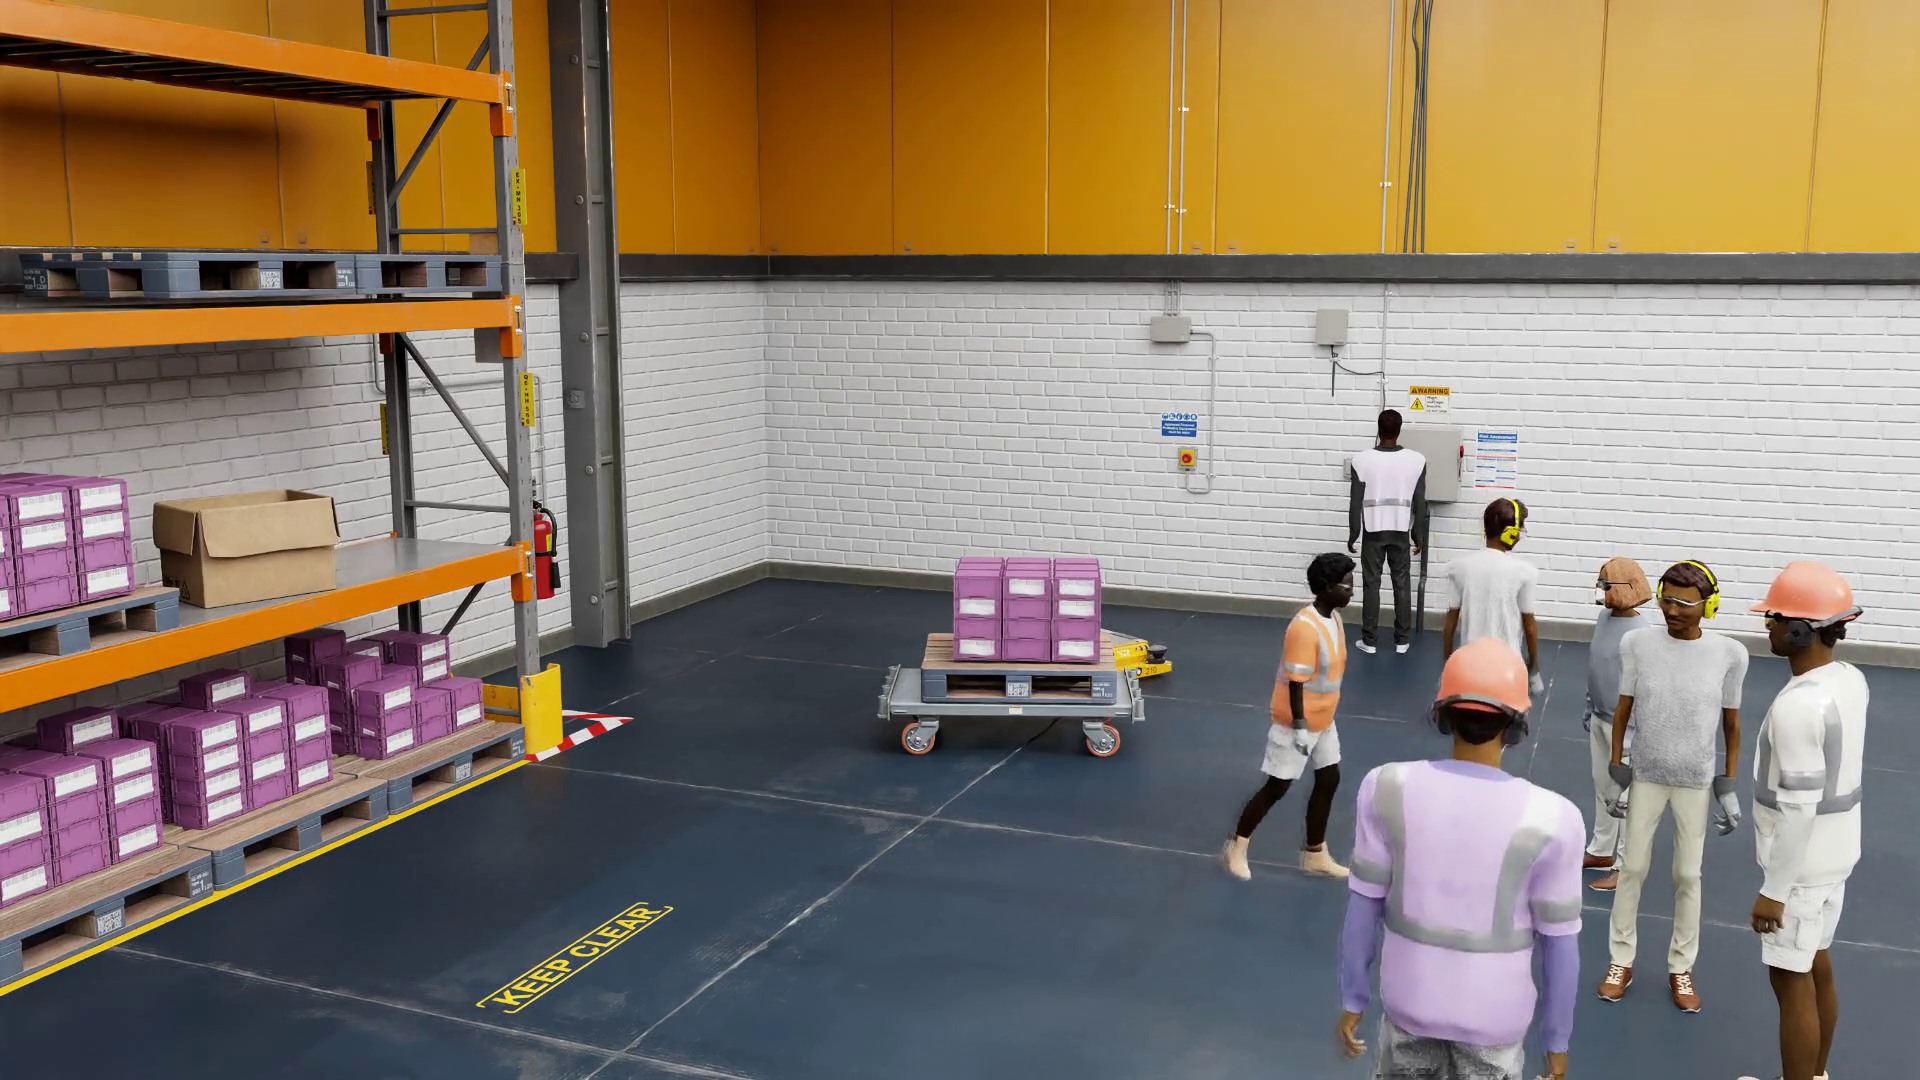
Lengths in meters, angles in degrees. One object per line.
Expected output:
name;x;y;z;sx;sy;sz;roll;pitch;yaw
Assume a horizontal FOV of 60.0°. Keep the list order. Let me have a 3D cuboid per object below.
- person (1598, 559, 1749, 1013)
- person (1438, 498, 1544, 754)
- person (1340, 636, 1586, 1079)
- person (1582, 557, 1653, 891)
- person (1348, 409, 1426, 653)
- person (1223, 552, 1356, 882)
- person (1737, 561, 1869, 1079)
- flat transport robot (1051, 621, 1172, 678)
person;2.909;0.995;6.794;0.519;1.865;0.331;4;10;23
person;2.777;0.686;8.796;0.869;1.833;0.501;-8;13;-42
person;1.375;1.273;4.597;0.627;2.028;0.497;6;11;30
person;3.189;0.889;8.125;0.278;1.634;0.499;-1;9;-4
person;3.337;-0.062;13.029;0.590;1.918;0.389;1;9;4
person;1.625;0.860;8.202;0.622;1.665;0.549;6;11;33
person;2.853;1.084;5.704;0.391;2.045;0.608;8;13;42
flat transport robot;0.883;0.822;12.655;0.652;0.197;1.431;-7;12;-35
